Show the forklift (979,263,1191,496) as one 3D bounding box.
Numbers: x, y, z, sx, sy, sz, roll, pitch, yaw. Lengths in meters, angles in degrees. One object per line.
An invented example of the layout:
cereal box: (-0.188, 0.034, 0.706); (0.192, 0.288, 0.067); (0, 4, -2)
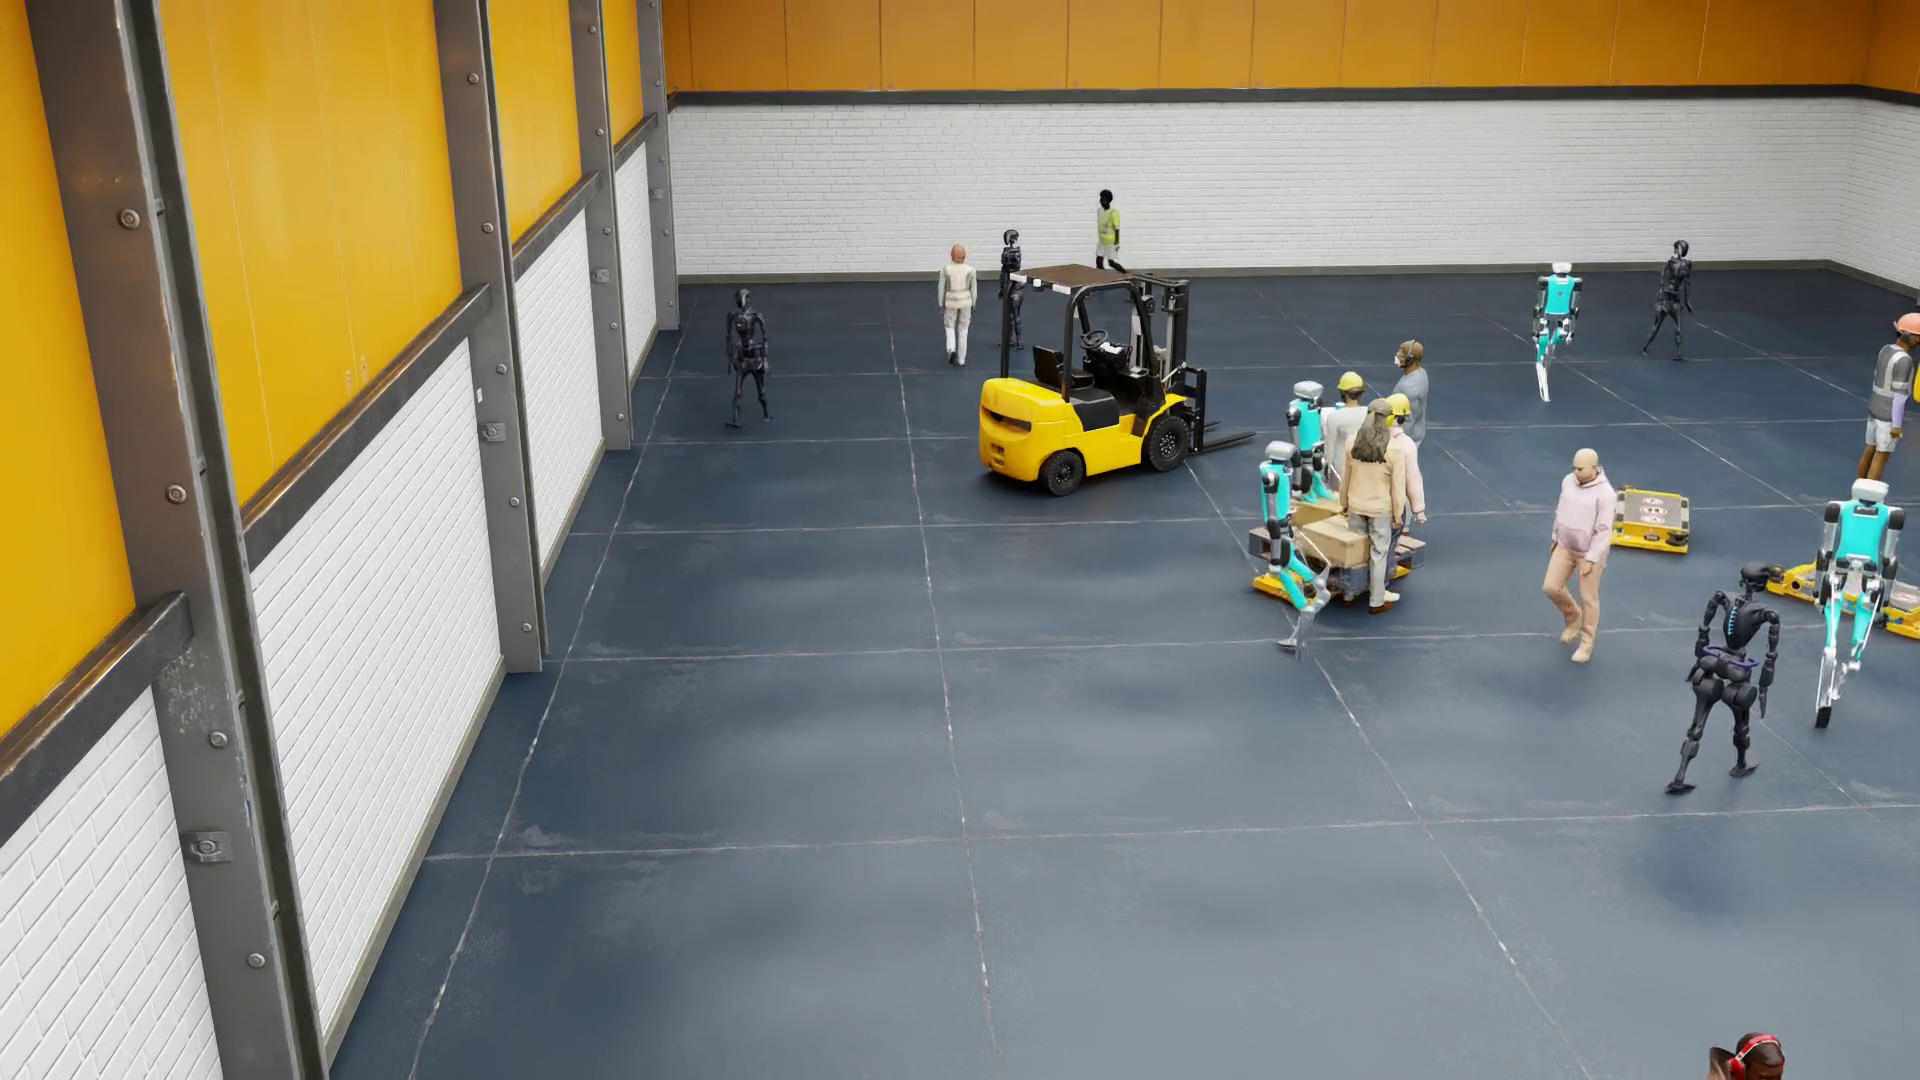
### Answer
forklift: (1.315, -1.764, 17.646); (2.313, 2.155, 1.214); (-14, 24, -33)

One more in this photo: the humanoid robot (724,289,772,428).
humanoid robot: (-2.461, -2.114, 19.416); (0.602, 1.628, 0.774); (9, 22, 23)

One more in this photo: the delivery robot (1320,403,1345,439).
delivery robot: (4.227, -1.242, 18.583); (0.499, 0.586, 0.773); (2, 20, 6)

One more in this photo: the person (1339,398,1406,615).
person: (3.469, -0.279, 14.058); (0.565, 1.875, 0.402); (14, 24, 33)

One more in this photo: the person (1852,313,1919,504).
person: (9.210, -1.244, 16.459); (0.400, 2.035, 0.607); (3, 20, 9)

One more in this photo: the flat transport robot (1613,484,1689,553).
flat transport robot: (6.733, -0.211, 16.202); (0.659, 0.231, 1.431); (8, 22, 20)

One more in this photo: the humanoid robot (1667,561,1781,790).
humanoid robot: (5.166, 0.908, 11.211); (0.840, 1.619, 0.590); (-14, 24, -33)

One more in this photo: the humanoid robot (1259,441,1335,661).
humanoid robot: (2.714, 0.150, 13.230); (0.727, 1.886, 0.530); (6, 21, 17)

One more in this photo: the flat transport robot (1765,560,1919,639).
flat transport robot: (7.755, 0.486, 14.303); (0.659, 0.231, 1.431); (-13, 24, -31)

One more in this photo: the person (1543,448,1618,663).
person: (4.907, 0.096, 13.200); (0.483, 1.758, 0.579); (-13, 24, -31)

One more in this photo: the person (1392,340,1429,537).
person: (4.216, -0.948, 15.789); (0.372, 1.940, 0.626); (8, 21, 20)

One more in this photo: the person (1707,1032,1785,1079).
person: (2.996, 2.605, 6.534); (0.462, 1.645, 0.308); (-3, 20, -9)

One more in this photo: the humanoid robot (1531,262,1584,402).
humanoid robot: (7.374, -2.665, 20.820); (0.531, 1.768, 1.000); (3, 20, 8)

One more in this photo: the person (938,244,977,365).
person: (-0.031, -3.109, 22.126); (0.521, 1.629, 0.427); (-1, 20, -2)

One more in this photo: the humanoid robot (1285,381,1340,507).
humanoid robot: (3.258, -0.517, 14.894); (0.733, 1.770, 0.546); (15, 25, 35)

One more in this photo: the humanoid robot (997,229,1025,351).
humanoid robot: (0.717, -3.465, 23.004); (0.315, 1.657, 0.599); (-8, 22, -20)

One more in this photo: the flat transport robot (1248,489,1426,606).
flat transport robot: (3.348, 0.271, 14.889); (1.431, 0.231, 0.659); (-15, 25, -36)

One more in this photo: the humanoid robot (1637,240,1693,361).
humanoid robot: (9.605, -3.237, 22.466); (0.601, 1.630, 0.768); (-8, 22, -22)

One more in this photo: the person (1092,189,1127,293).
person: (2.441, -4.807, 26.684); (0.641, 1.666, 0.560); (-14, 24, -34)

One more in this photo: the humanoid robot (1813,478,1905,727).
humanoid robot: (6.513, 0.504, 12.159); (0.546, 1.775, 0.931); (9, 22, 24)

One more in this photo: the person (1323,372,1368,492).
person: (3.563, -0.677, 15.323); (0.522, 1.744, 0.441); (-7, 21, -18)

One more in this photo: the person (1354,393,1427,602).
person: (3.620, -0.348, 14.278); (0.437, 1.856, 0.813); (-16, 25, -37)

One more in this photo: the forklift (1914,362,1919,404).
forklift: (12.602, -2.435, 19.475); (2.313, 2.155, 1.214); (-1, 20, -4)
